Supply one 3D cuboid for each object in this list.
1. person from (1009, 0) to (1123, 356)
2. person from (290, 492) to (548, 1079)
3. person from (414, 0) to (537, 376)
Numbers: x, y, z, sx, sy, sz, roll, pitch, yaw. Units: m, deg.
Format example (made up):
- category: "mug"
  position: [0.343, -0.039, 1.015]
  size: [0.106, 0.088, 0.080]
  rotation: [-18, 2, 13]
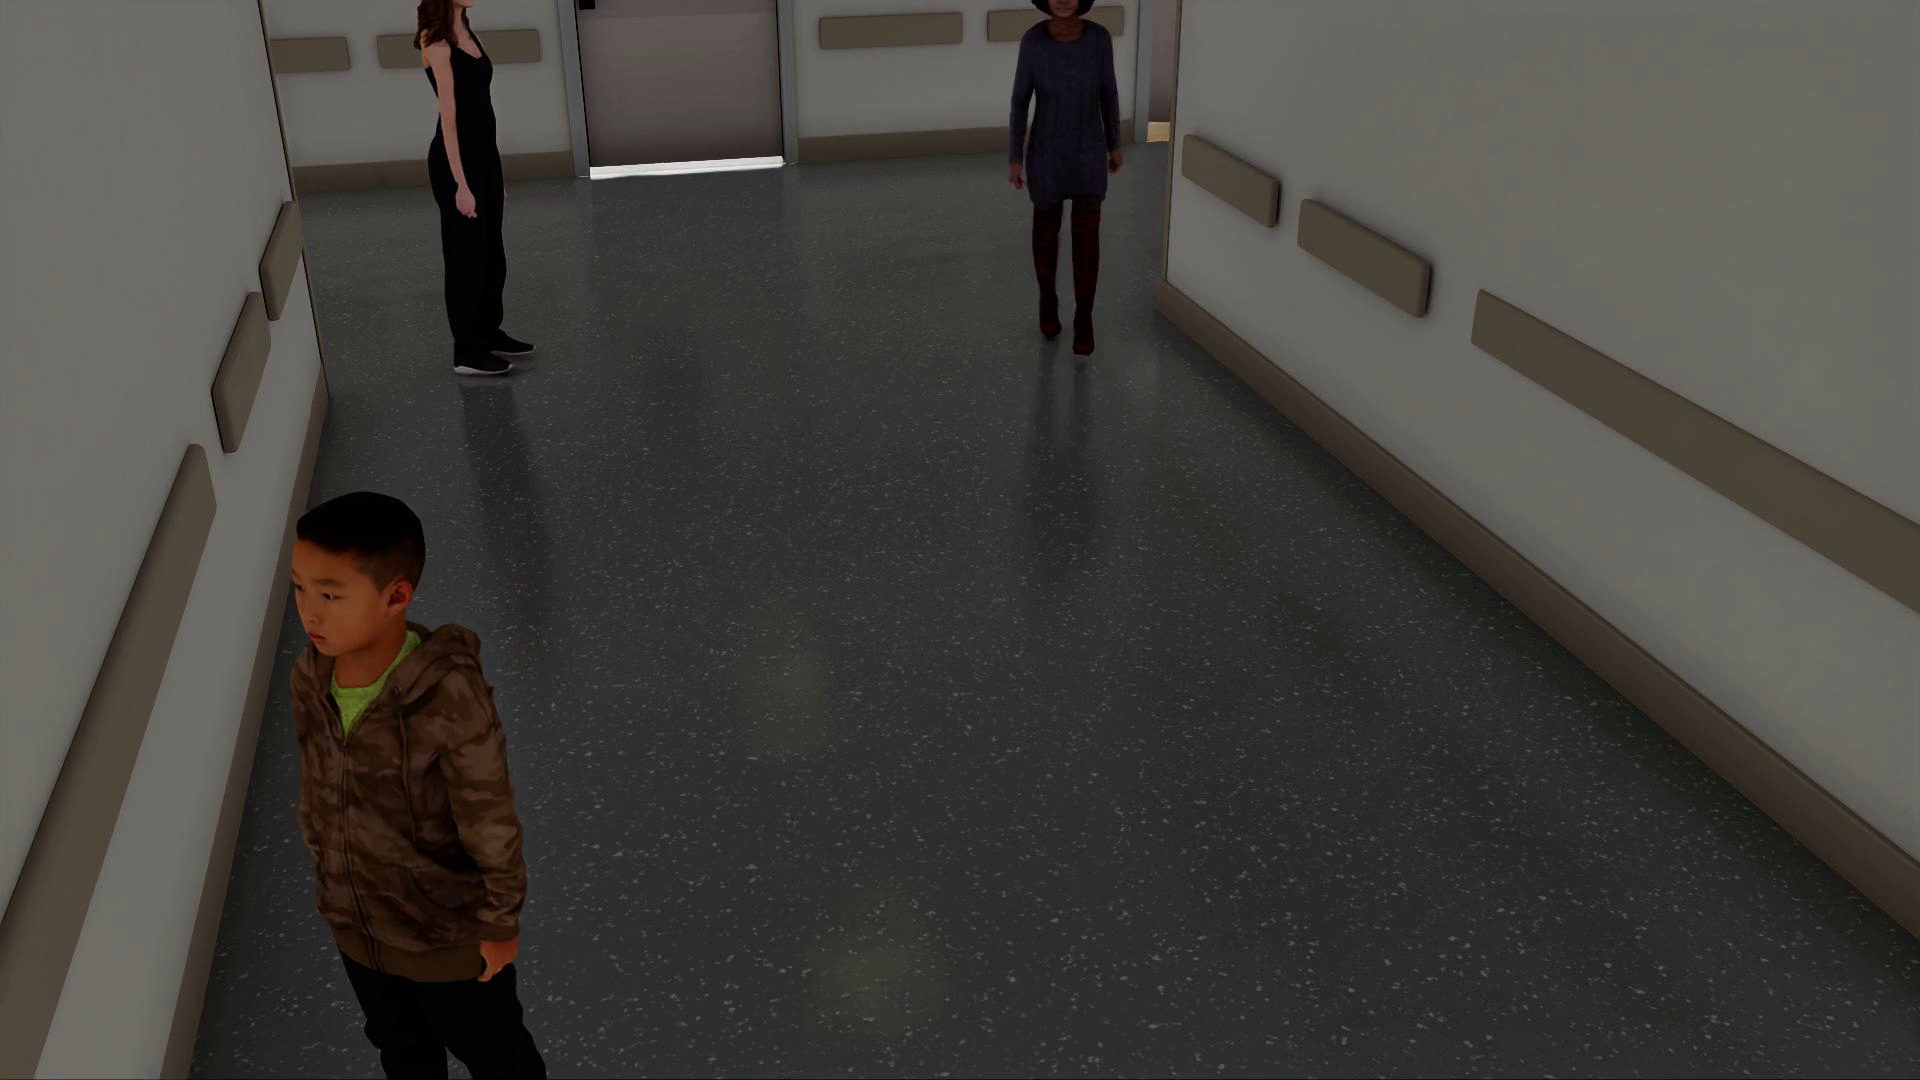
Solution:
- category: "person"
  position: [0.459, -1.693, 7.284]
  size: [0.889, 1.686, 0.859]
  rotation: [1, 26, 2]
- category: "person"
  position: [-0.913, 0.588, 2.822]
  size: [0.664, 1.454, 0.740]
  rotation: [10, 27, 19]
- category: "person"
  position: [-2.075, -1.559, 6.939]
  size: [0.640, 1.745, 0.641]
  rotation: [4, 26, 7]
